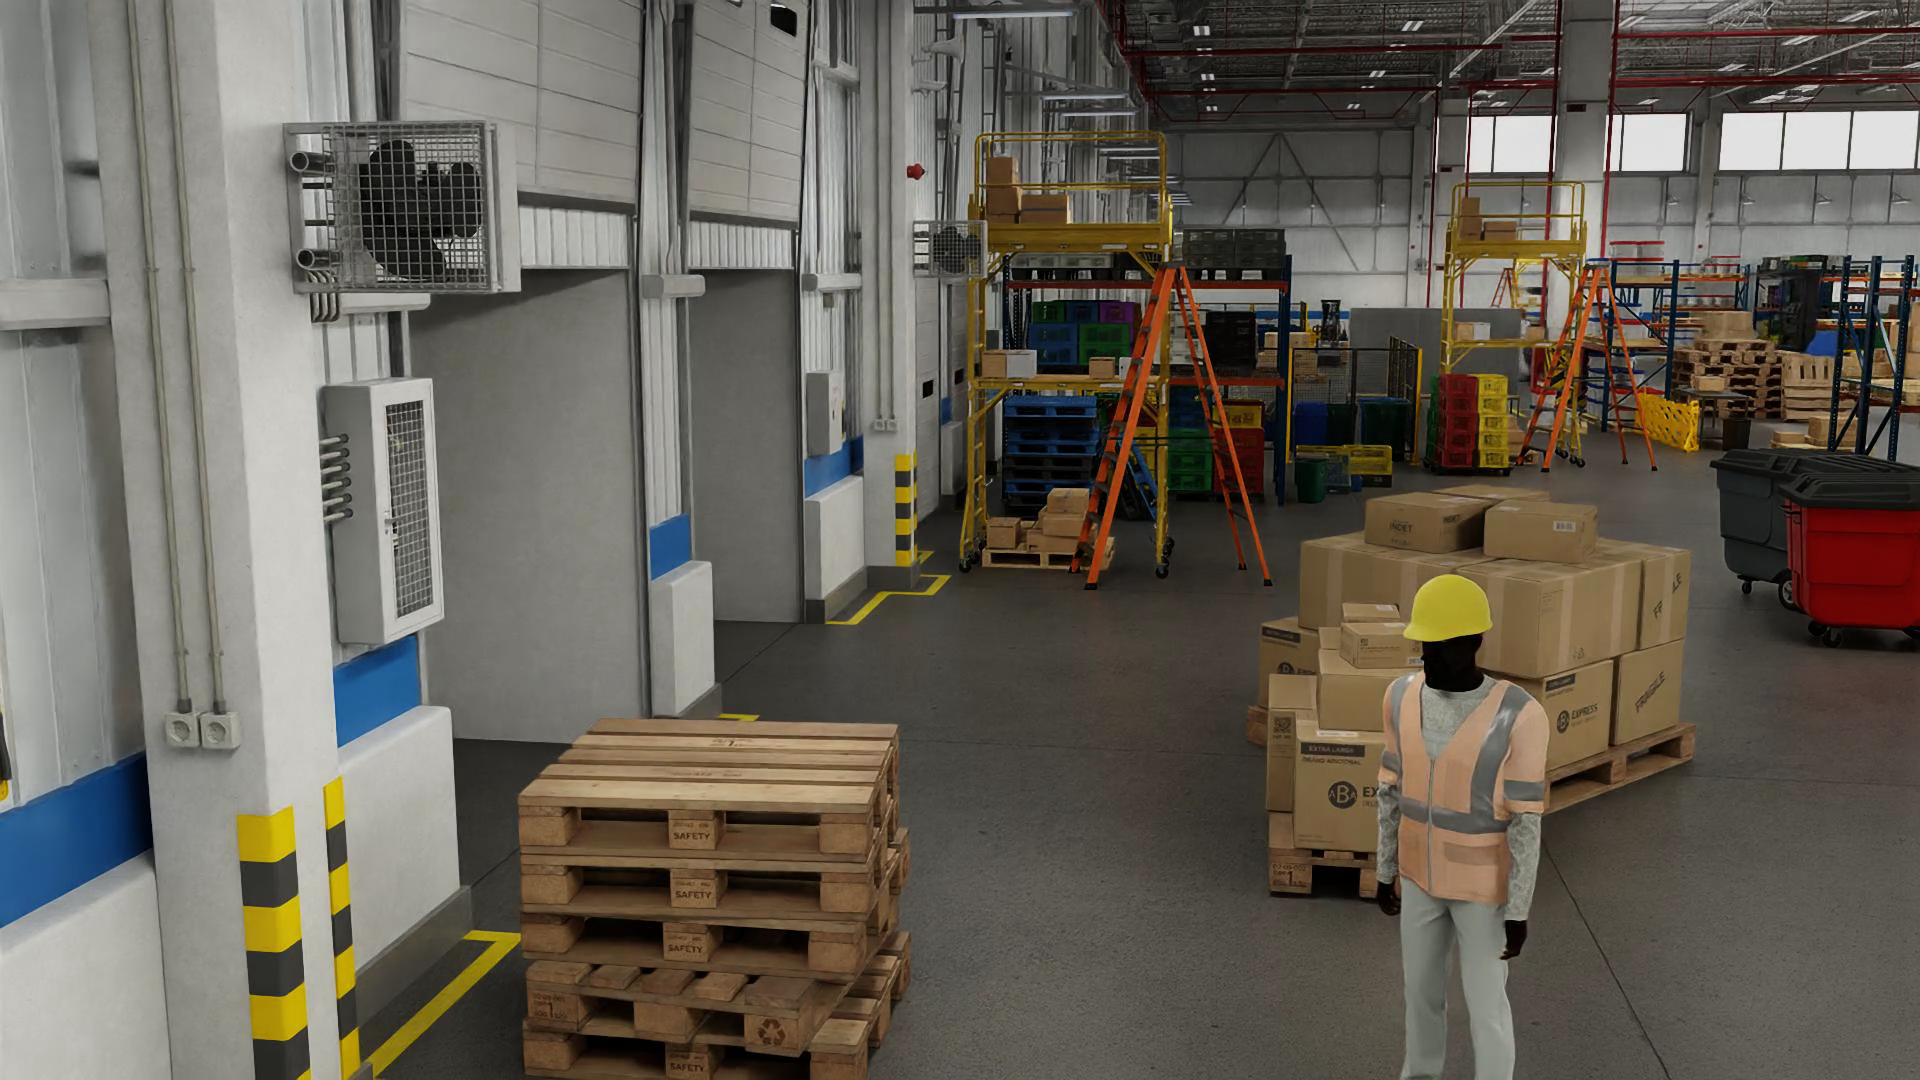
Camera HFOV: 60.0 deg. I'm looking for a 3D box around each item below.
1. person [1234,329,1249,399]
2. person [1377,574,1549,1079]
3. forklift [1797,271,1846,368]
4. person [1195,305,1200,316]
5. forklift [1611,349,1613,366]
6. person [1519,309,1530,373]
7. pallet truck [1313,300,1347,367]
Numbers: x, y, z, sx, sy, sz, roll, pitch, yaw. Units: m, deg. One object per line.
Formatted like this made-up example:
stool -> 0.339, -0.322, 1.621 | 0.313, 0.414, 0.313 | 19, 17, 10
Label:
person -> 5.911, -3.584, 34.721 | 0.311, 1.632, 0.521 | -7, 12, -38
person -> 1.542, 1.053, 5.237 | 0.393, 1.921, 0.585 | -7, 12, -39
forklift -> 24.435, -6.355, 47.962 | 1.873, 2.768, 1.129 | 1, 9, 9
person -> 6.260, -5.298, 44.389 | 0.393, 1.928, 0.544 | 9, 13, 43
forklift -> 15.190, -5.276, 41.307 | 1.873, 2.768, 1.129 | 1, 9, 9
person -> 14.851, -5.187, 44.002 | 0.973, 1.832, 0.592 | -5, 10, -27
pallet truck -> 11.159, -6.200, 49.718 | 0.823, 1.965, 1.885 | 4, 10, 26
